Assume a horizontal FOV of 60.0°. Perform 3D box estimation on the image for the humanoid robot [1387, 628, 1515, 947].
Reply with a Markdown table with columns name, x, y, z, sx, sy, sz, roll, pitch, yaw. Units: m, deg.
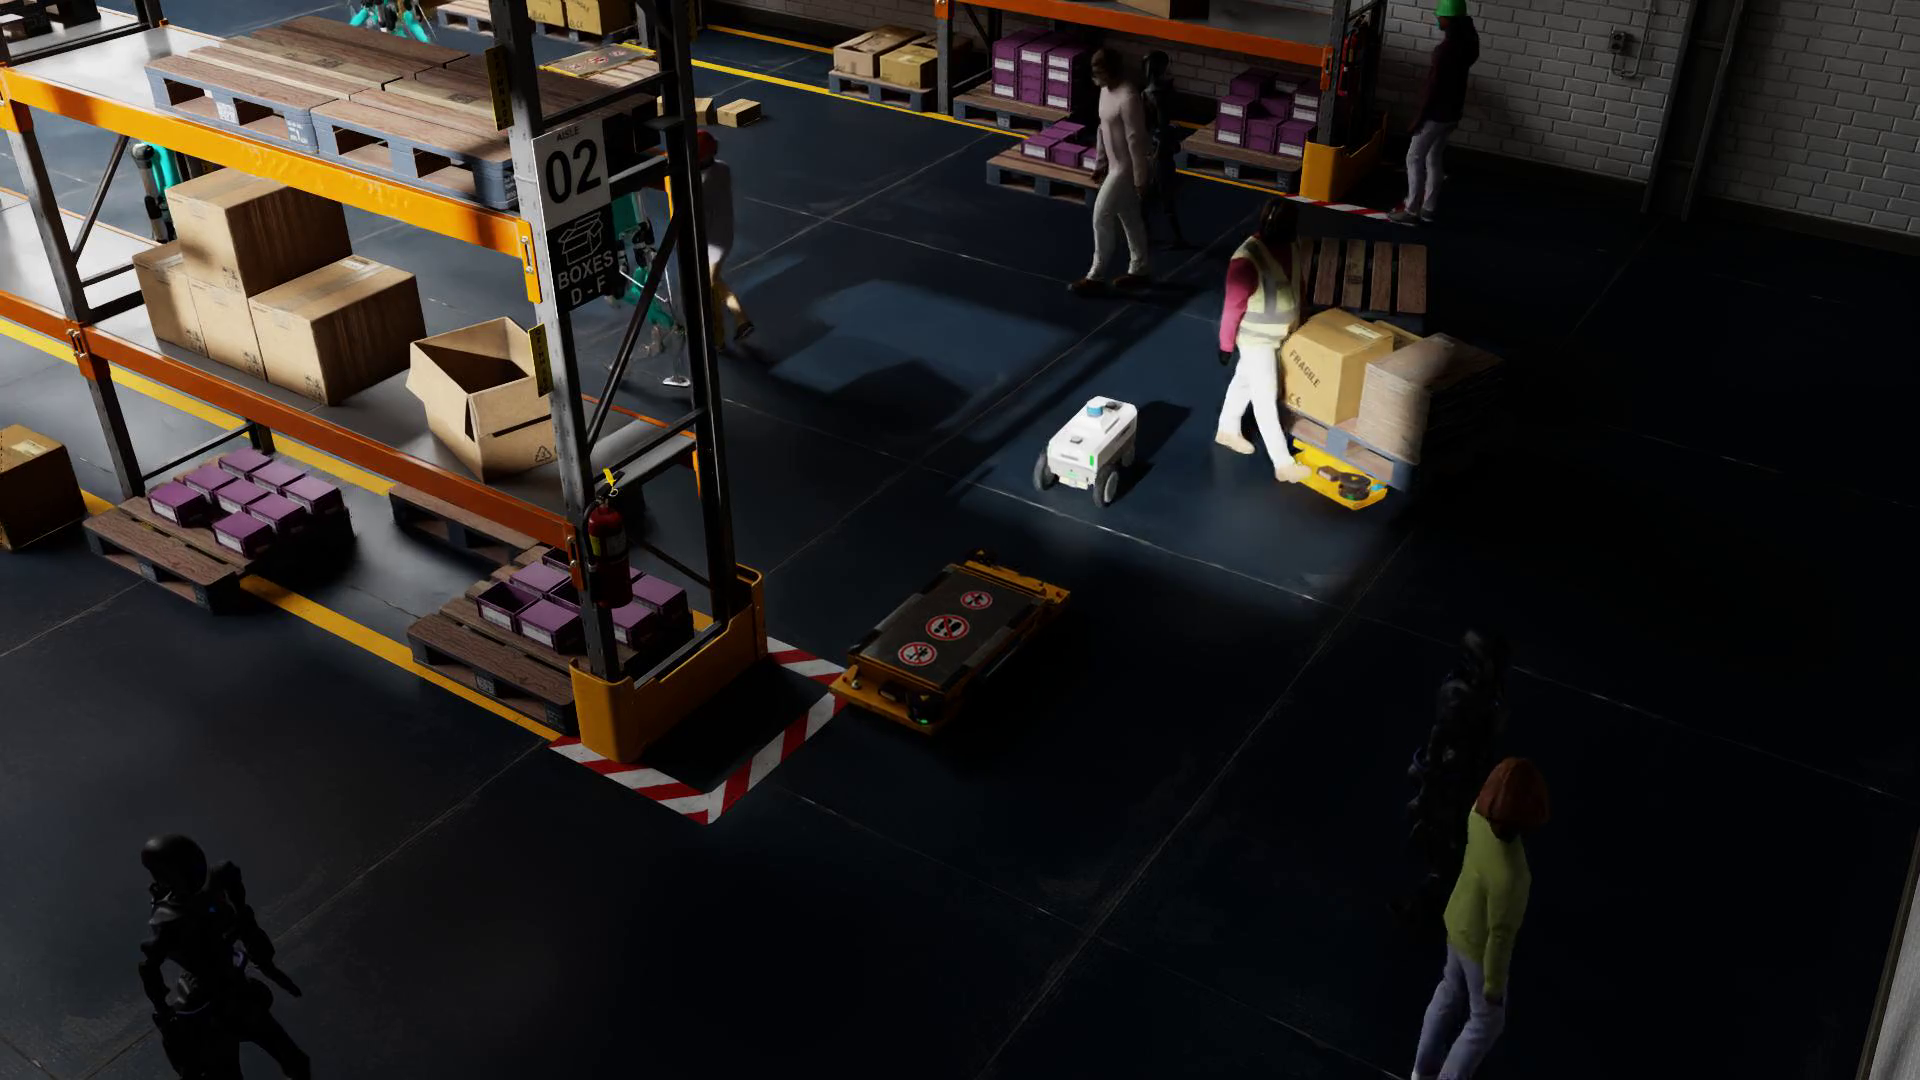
| name | x | y | z | sx | sy | sz | roll | pitch | yaw |
| --- | --- | --- | --- | --- | --- | --- | --- | --- | --- |
| humanoid robot | 2.072 | 1.039 | 6.979 | 0.609 | 1.653 | 0.309 | -28 | 43 | -36 |

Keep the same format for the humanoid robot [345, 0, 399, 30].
| name | x | y | z | sx | sy | sz | roll | pitch | yaw |
| --- | --- | --- | --- | --- | --- | --- | --- | --- | --- |
| humanoid robot | -6.177 | -5.663 | 17.289 | 0.743 | 1.827 | 0.536 | 12 | 35 | 18 |

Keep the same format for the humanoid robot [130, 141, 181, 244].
| name | x | y | z | sx | sy | sz | roll | pitch | yaw |
| --- | --- | --- | --- | --- | --- | --- | --- | --- | --- |
| humanoid robot | -5.719 | -2.261 | 12.035 | 0.701 | 1.840 | 0.535 | 16 | 36 | 23 |

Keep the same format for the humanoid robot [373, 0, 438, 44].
| name | x | y | z | sx | sy | sz | roll | pitch | yaw |
| --- | --- | --- | --- | --- | --- | --- | --- | --- | --- |
| humanoid robot | -5.348 | -5.093 | 16.409 | 0.820 | 1.839 | 0.530 | 19 | 38 | 27 |

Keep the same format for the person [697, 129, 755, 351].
| name | x | y | z | sx | sy | sz | roll | pitch | yaw |
| --- | --- | --- | --- | --- | --- | --- | --- | --- | --- |
| person | -1.757 | -2.108 | 11.784 | 0.460 | 1.715 | 0.593 | 6 | 34 | 9 |

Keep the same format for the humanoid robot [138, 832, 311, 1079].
| name | x | y | z | sx | sy | sz | roll | pitch | yaw |
| --- | --- | --- | --- | --- | --- | --- | --- | --- | --- |
| humanoid robot | -2.628 | 1.705 | 5.954 | 0.345 | 1.646 | 0.608 | 7 | 34 | 10 |

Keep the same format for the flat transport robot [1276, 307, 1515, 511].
| name | x | y | z | sx | sy | sz | roll | pitch | yaw |
| --- | --- | --- | --- | --- | --- | --- | --- | --- | --- |
| flat transport robot | 2.794 | -0.614 | 10.817 | 1.431 | 0.231 | 0.659 | -23 | 40 | -31 |

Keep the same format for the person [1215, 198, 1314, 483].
| name | x | y | z | sx | sy | sz | roll | pitch | yaw |
| --- | --- | --- | --- | --- | --- | --- | --- | --- | --- |
| person | 1.992 | -1.250 | 10.383 | 0.910 | 1.797 | 0.635 | 25 | 40 | 33 |

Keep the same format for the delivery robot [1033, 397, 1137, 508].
| name | x | y | z | sx | sy | sz | roll | pitch | yaw |
| --- | --- | --- | --- | --- | --- | --- | --- | --- | --- |
| delivery robot | 0.829 | -0.591 | 10.520 | 0.499 | 0.596 | 0.775 | 17 | 37 | 24 |

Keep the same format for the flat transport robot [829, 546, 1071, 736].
| name | x | y | z | sx | sy | sz | roll | pitch | yaw |
| --- | --- | --- | --- | --- | --- | --- | --- | --- | --- |
| flat transport robot | -0.029 | 0.521 | 9.072 | 0.659 | 0.231 | 1.431 | 20 | 38 | 27 |

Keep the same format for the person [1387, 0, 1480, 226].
| name | x | y | z | sx | sy | sz | roll | pitch | yaw |
| --- | --- | --- | --- | --- | --- | --- | --- | --- | --- |
| person | 3.965 | -3.536 | 13.787 | 0.539 | 1.926 | 0.474 | -28 | 42 | -36 |

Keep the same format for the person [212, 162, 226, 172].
| name | x | y | z | sx | sy | sz | roll | pitch | yaw |
| --- | --- | --- | --- | --- | --- | --- | --- | --- | --- |
| person | -5.253 | -2.488 | 12.250 | 0.525 | 1.845 | 0.318 | -1 | 33 | -2 |

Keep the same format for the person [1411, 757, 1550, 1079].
| name | x | y | z | sx | sy | sz | roll | pitch | yaw |
| --- | --- | --- | --- | --- | --- | --- | --- | --- | --- |
| person | 1.970 | 1.505 | 6.326 | 0.325 | 1.610 | 0.535 | 0 | 33 | 0 |

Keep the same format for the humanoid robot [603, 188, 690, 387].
| name | x | y | z | sx | sy | sz | roll | pitch | yaw |
| --- | --- | --- | --- | --- | --- | --- | --- | --- | --- |
| humanoid robot | -2.095 | -1.736 | 11.224 | 0.966 | 1.741 | 0.537 | 21 | 39 | 29 |

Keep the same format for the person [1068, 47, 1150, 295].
| name | x | y | z | sx | sy | sz | roll | pitch | yaw |
| --- | --- | --- | --- | --- | --- | --- | --- | --- | --- |
| person | 1.140 | -2.805 | 12.706 | 0.825 | 1.884 | 0.678 | -4 | 33 | -5 |

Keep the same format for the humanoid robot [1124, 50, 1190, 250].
| name | x | y | z | sx | sy | sz | roll | pitch | yaw |
| --- | --- | --- | --- | --- | --- | --- | --- | --- | --- |
| humanoid robot | 1.642 | -3.124 | 13.399 | 0.547 | 1.641 | 0.613 | 1 | 33 | 1 |

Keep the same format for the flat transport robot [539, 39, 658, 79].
| name | x | y | z | sx | sy | sz | roll | pitch | yaw |
| --- | --- | --- | --- | --- | --- | --- | --- | --- | --- |
| flat transport robot | -3.752 | -4.960 | 17.496 | 0.659 | 0.231 | 1.431 | 24 | 40 | 32 |
